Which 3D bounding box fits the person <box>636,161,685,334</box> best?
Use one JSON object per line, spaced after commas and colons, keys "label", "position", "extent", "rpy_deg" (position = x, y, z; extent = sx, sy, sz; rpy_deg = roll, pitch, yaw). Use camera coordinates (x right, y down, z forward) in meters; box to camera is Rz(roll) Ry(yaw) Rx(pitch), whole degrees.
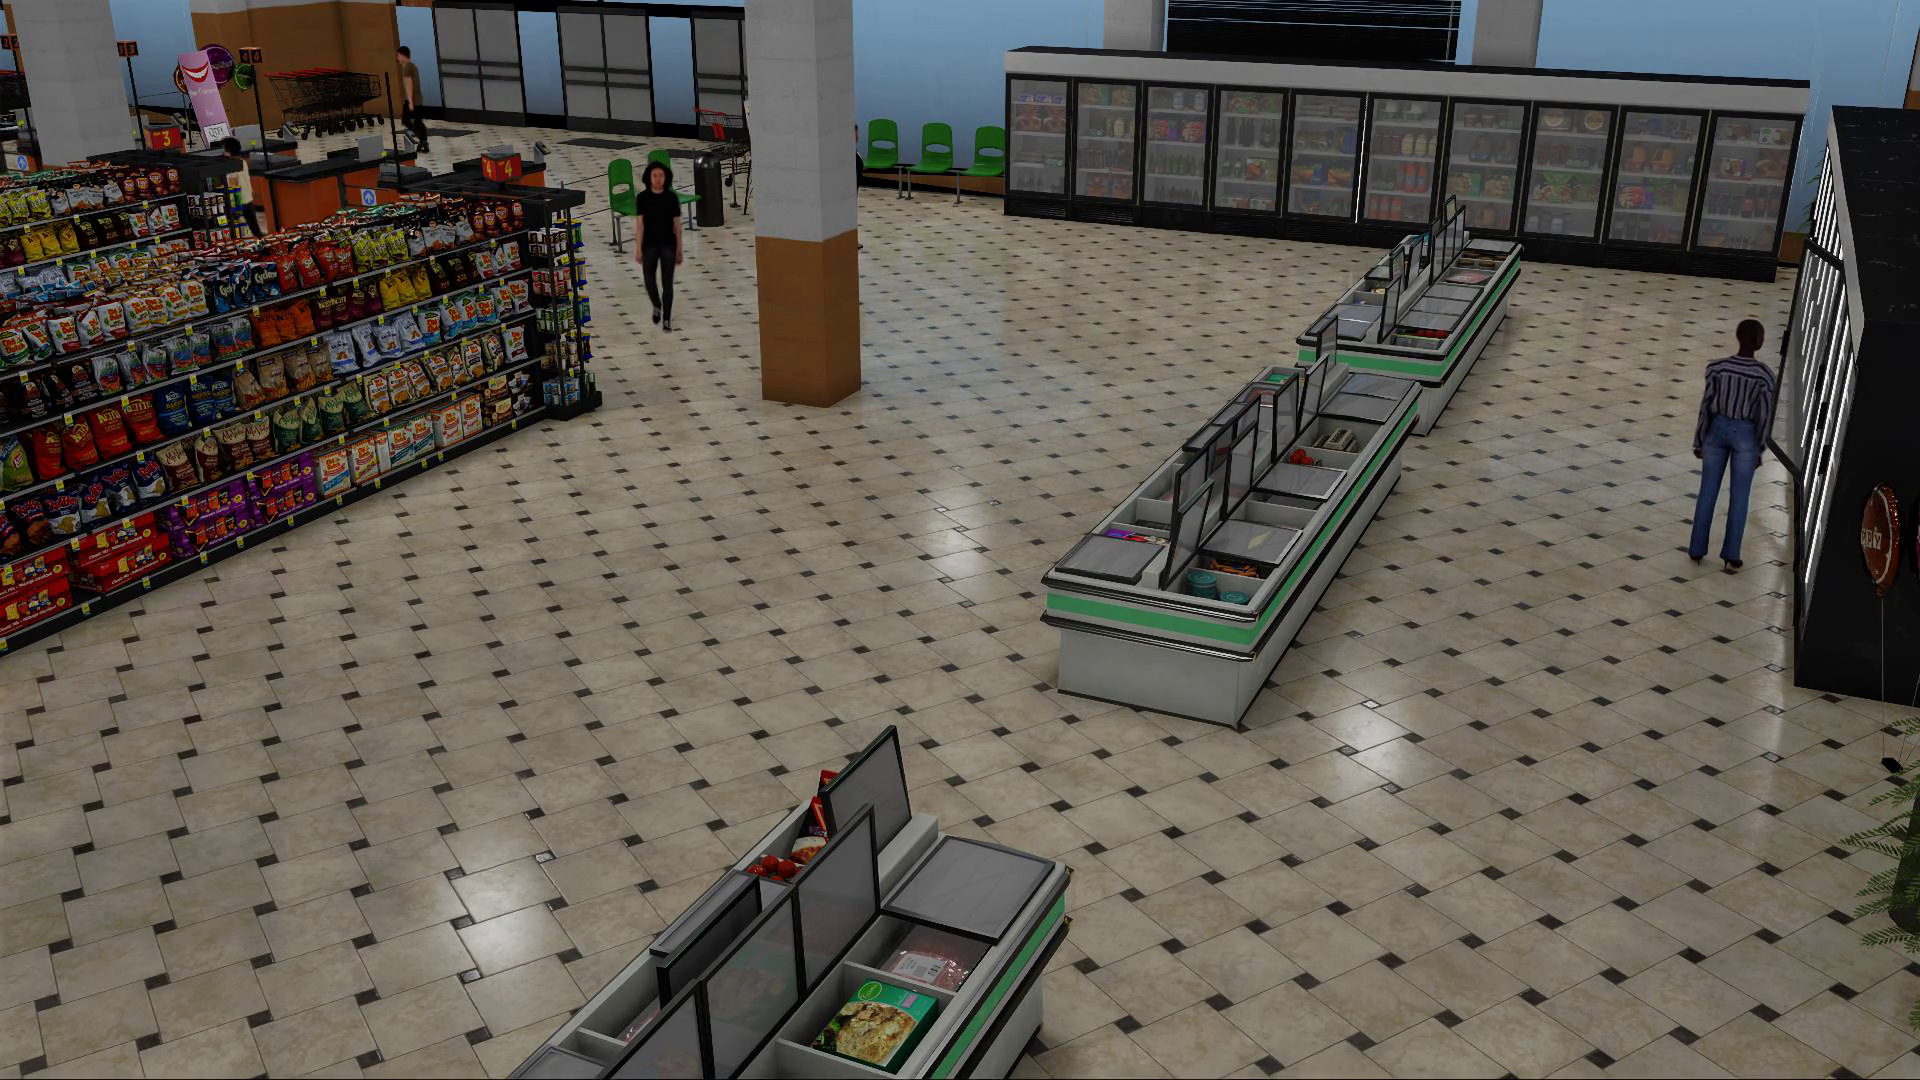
{"label": "person", "position": [-3.228, -3.170, 17.866], "extent": [0.822, 1.825, 0.868], "rpy_deg": [-3, 22, -6]}

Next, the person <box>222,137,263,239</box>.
{"label": "person", "position": [-8.949, -4.226, 20.846], "extent": [0.793, 1.562, 0.914], "rpy_deg": [4, 22, 10]}

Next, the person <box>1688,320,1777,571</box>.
{"label": "person", "position": [5.409, -0.662, 11.666], "extent": [0.667, 1.794, 0.611], "rpy_deg": [16, 27, 35]}

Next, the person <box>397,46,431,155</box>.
{"label": "person", "position": [-9.457, -7.669, 29.051], "extent": [0.872, 1.835, 0.769], "rpy_deg": [-1, 22, -2]}
